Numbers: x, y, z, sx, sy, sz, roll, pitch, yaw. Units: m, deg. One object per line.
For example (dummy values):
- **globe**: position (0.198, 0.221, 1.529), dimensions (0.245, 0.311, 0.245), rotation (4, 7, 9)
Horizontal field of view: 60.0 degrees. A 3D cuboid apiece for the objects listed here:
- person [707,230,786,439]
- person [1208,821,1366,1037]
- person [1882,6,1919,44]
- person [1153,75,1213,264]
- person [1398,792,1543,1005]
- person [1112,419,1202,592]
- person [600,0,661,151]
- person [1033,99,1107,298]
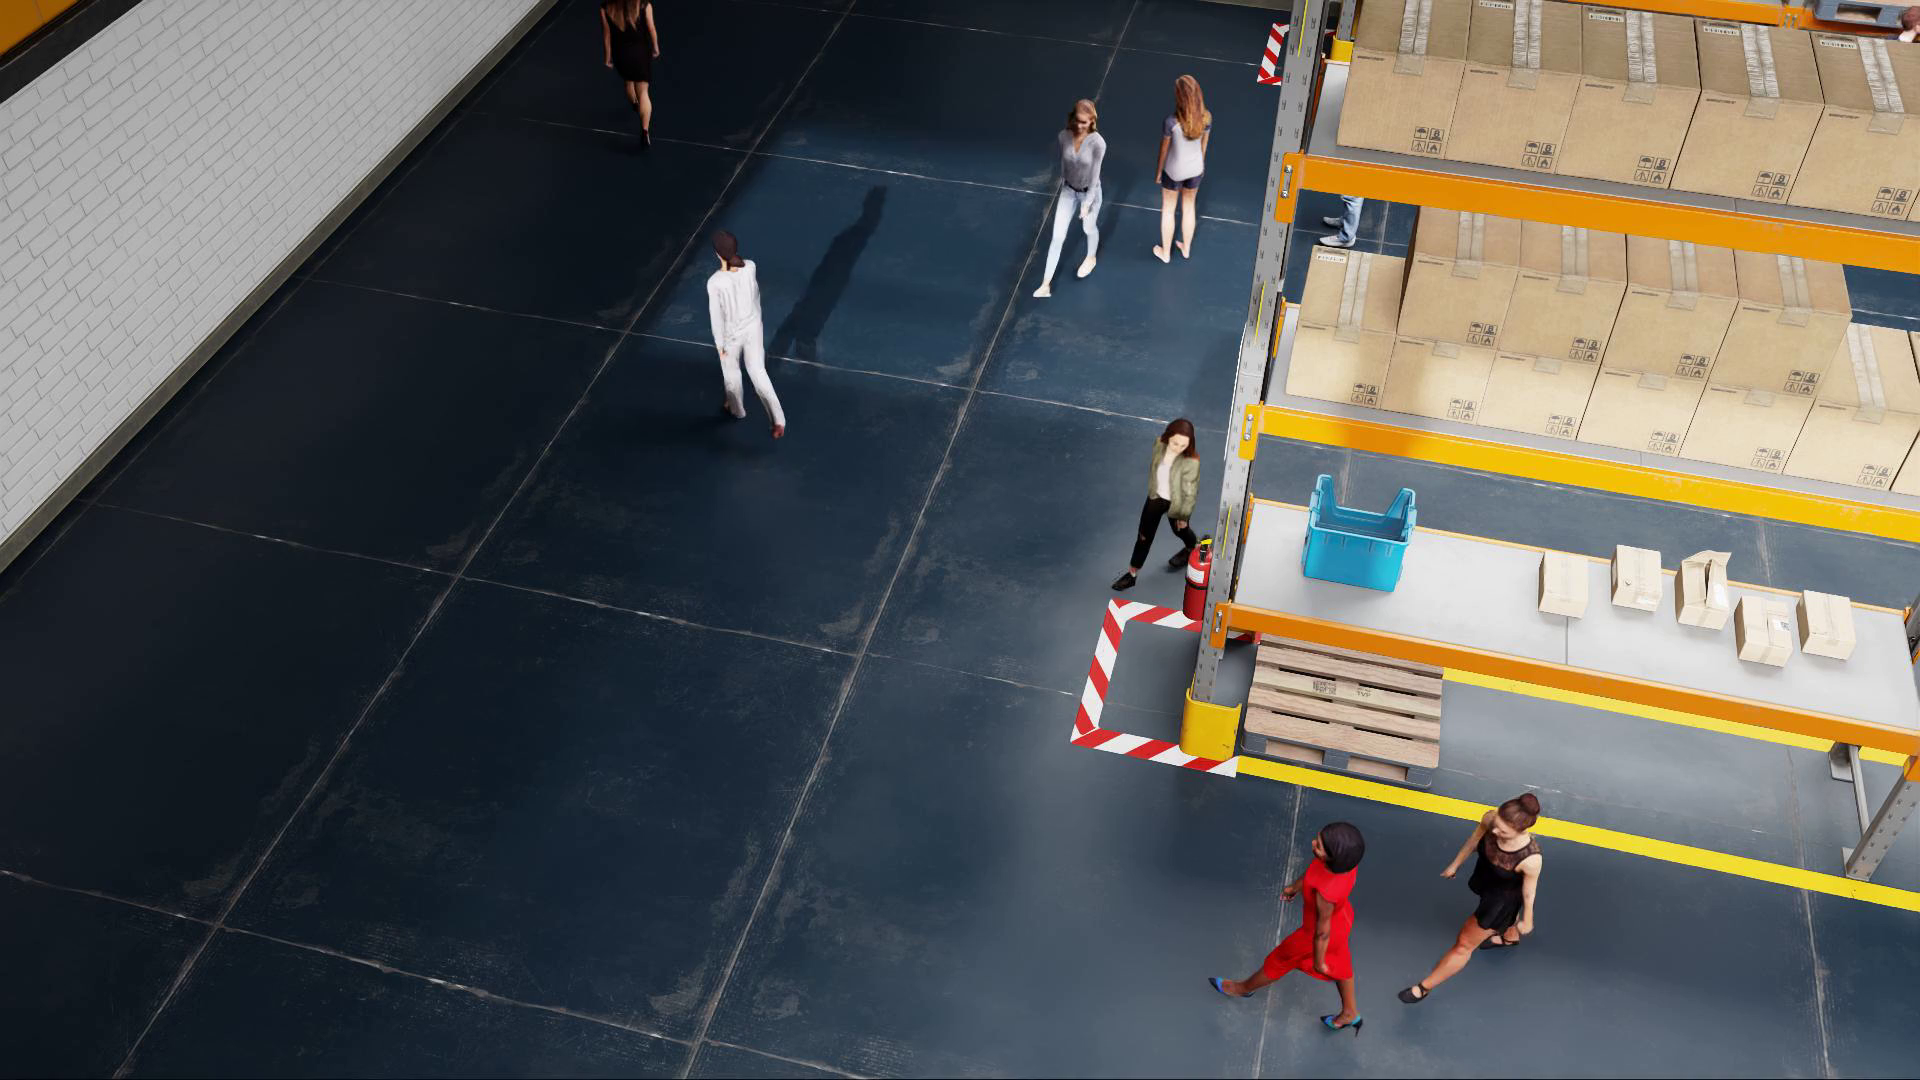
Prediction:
- **person**: position (-1.591, -1.504, 12.402), dimensions (0.975, 1.751, 1.053), rotation (-24, 49, -24)
- **person**: position (1.979, 2.071, 8.682), dimensions (1.121, 1.706, 0.718), rotation (19, 47, 19)
- **person**: position (7.994, -3.777, 14.669), dimensions (1.252, 1.915, 0.846), rotation (2, 44, 2)
- **person**: position (1.901, -3.134, 14.130), dimensions (0.654, 1.727, 0.748), rotation (-12, 45, -12)
- **person**: position (2.956, 1.865, 8.948), dimensions (1.211, 1.636, 1.058), rotation (-13, 45, -13)
- **person**: position (1.495, -0.282, 11.350), dimensions (1.016, 1.431, 1.030), rotation (-28, 50, -27)
- **person**: position (-3.049, -4.455, 15.562), dimensions (1.110, 1.665, 0.974), rotation (-5, 44, -5)
- **person**: position (1.062, -2.889, 13.862), dimensions (1.133, 1.742, 0.877), rotation (24, 49, 23)
